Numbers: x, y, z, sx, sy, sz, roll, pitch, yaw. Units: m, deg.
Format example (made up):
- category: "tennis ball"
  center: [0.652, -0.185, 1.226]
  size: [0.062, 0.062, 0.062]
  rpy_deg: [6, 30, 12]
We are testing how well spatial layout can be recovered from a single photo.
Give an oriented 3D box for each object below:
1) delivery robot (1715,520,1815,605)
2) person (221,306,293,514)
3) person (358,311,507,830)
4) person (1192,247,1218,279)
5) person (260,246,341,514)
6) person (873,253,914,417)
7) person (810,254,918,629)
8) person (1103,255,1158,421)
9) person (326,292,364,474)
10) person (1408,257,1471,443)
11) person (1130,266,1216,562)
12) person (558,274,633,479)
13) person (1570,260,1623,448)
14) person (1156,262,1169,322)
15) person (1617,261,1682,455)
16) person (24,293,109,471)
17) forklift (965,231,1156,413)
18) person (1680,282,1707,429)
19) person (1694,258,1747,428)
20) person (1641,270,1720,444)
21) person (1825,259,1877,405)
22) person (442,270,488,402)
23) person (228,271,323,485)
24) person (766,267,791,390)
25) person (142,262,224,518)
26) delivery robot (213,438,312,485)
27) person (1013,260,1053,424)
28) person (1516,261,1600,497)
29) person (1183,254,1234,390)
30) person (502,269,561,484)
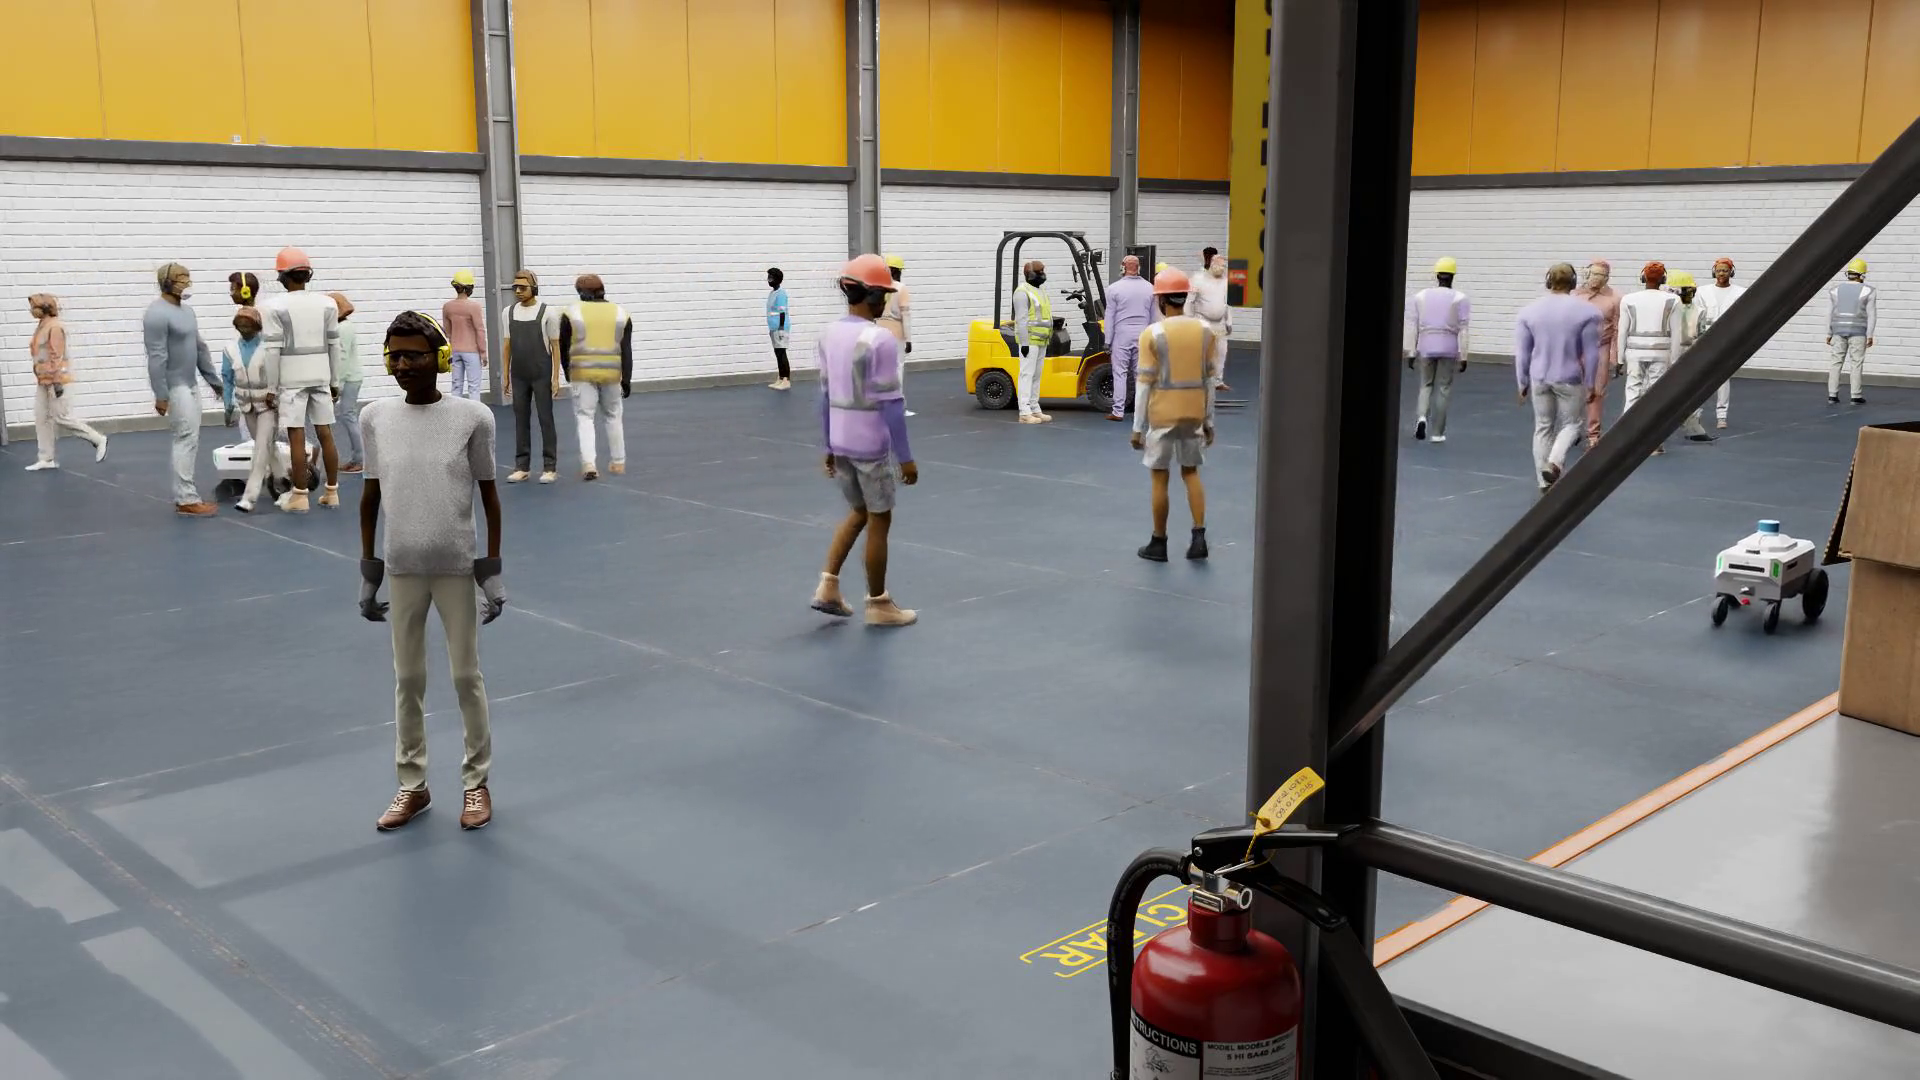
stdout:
- category: "delivery robot"
  center: [4.468, 0.133, 9.219]
  size: [0.477, 0.478, 0.707]
  rpy_deg: [9, 14, 41]
- category: "person"
  center: [-5.416, -1.008, 12.854]
  size: [0.522, 1.584, 0.854]
  rpy_deg: [2, 11, 12]
- category: "person"
  center: [-1.899, 0.118, 5.967]
  size: [0.531, 1.870, 0.316]
  rpy_deg: [0, 10, -1]
- category: "person"
  center: [3.921, -3.658, 26.350]
  size: [0.611, 1.953, 0.392]
  rpy_deg: [-10, 14, -42]
- category: "person"
  center: [-5.069, -1.226, 12.815]
  size: [0.365, 2.047, 0.608]
  rpy_deg: [9, 14, 40]
- category: "person"
  center: [-0.795, -2.412, 19.608]
  size: [0.593, 1.924, 0.381]
  rpy_deg: [8, 13, 37]
- category: "person"
  center: [-0.481, -0.512, 8.962]
  size: [0.477, 2.036, 0.617]
  rpy_deg: [-7, 13, -35]
- category: "person"
  center: [1.948, -2.315, 19.164]
  size: [0.646, 1.903, 0.401]
  rpy_deg: [-4, 11, -20]
- category: "person"
  center: [-5.492, -1.410, 14.974]
  size: [0.397, 1.622, 0.552]
  rpy_deg: [-3, 11, -17]
- category: "person"
  center: [4.915, -1.940, 17.061]
  size: [0.617, 1.912, 0.457]
  rpy_deg: [6, 12, 31]
- category: "person"
  center: [1.391, -0.805, 10.836]
  size: [0.572, 1.933, 0.385]
  rpy_deg: [-4, 11, -20]
- category: "person"
  center: [-3.197, -1.437, 14.643]
  size: [0.620, 1.801, 0.685]
  rpy_deg: [-5, 12, -26]
- category: "person"
  center: [6.269, -1.821, 16.605]
  size: [0.671, 1.922, 0.458]
  rpy_deg: [6, 12, 30]
- category: "person"
  center: [2.741, -2.891, 22.658]
  size: [0.532, 1.767, 0.328]
  rpy_deg: [-4, 11, -23]
- category: "person"
  center: [6.690, -1.761, 16.176]
  size: [0.576, 1.883, 0.354]
  rpy_deg: [5, 11, 24]
- category: "person"
  center: [-8.220, -1.447, 15.180]
  size: [0.525, 1.616, 0.634]
  rpy_deg: [9, 14, 42]
- category: "forklift"
  center: [1.222, -2.721, 20.561]
  size: [2.313, 2.155, 1.214]
  rpy_deg: [2, 11, 13]
- category: "person"
  center: [7.947, -2.036, 18.344]
  size: [0.522, 1.638, 0.310]
  rpy_deg: [0, 10, 2]
- category: "person"
  center: [8.403, -2.181, 18.467]
  size: [0.573, 1.883, 0.353]
  rpy_deg: [5, 12, 26]
- category: "person"
  center: [7.295, -1.867, 17.052]
  size: [0.954, 1.784, 0.602]
  rpy_deg: [6, 12, 28]
- category: "person"
  center: [11.260, -2.626, 21.032]
  size: [0.404, 1.833, 0.591]
  rpy_deg: [-9, 14, -41]
- category: "person"
  center: [-5.256, -1.987, 17.727]
  size: [0.523, 1.769, 0.317]
  rpy_deg: [5, 11, 24]
- category: "person"
  center: [-5.875, -1.352, 14.099]
  size: [0.767, 1.840, 0.521]
  rpy_deg: [-3, 11, -18]
- category: "person"
  center: [-2.519, -2.923, 23.052]
  size: [0.320, 1.694, 0.537]
  rpy_deg: [-4, 11, -20]
- category: "person"
  center: [-5.896, -1.141, 12.666]
  size: [0.470, 1.930, 0.649]
  rpy_deg: [-1, 10, -6]
- category: "delivery robot"
  center: [-5.656, -0.651, 13.495]
  size: [0.707, 0.478, 0.477]
  rpy_deg: [-1, 10, -3]
- category: "person"
  center: [0.848, -2.256, 18.985]
  size: [0.429, 1.847, 0.625]
  rpy_deg: [5, 11, 25]
- category: "person"
  center: [4.794, -1.275, 13.401]
  size: [0.646, 1.929, 0.536]
  rpy_deg: [7, 13, 34]
- category: "person"
  center: [3.385, -2.964, 22.824]
  size: [0.808, 1.882, 0.392]
  rpy_deg: [-4, 11, -20]
- category: "person"
  center: [-3.690, -1.401, 14.316]
  size: [0.517, 1.843, 0.326]
  rpy_deg: [2, 11, 9]
